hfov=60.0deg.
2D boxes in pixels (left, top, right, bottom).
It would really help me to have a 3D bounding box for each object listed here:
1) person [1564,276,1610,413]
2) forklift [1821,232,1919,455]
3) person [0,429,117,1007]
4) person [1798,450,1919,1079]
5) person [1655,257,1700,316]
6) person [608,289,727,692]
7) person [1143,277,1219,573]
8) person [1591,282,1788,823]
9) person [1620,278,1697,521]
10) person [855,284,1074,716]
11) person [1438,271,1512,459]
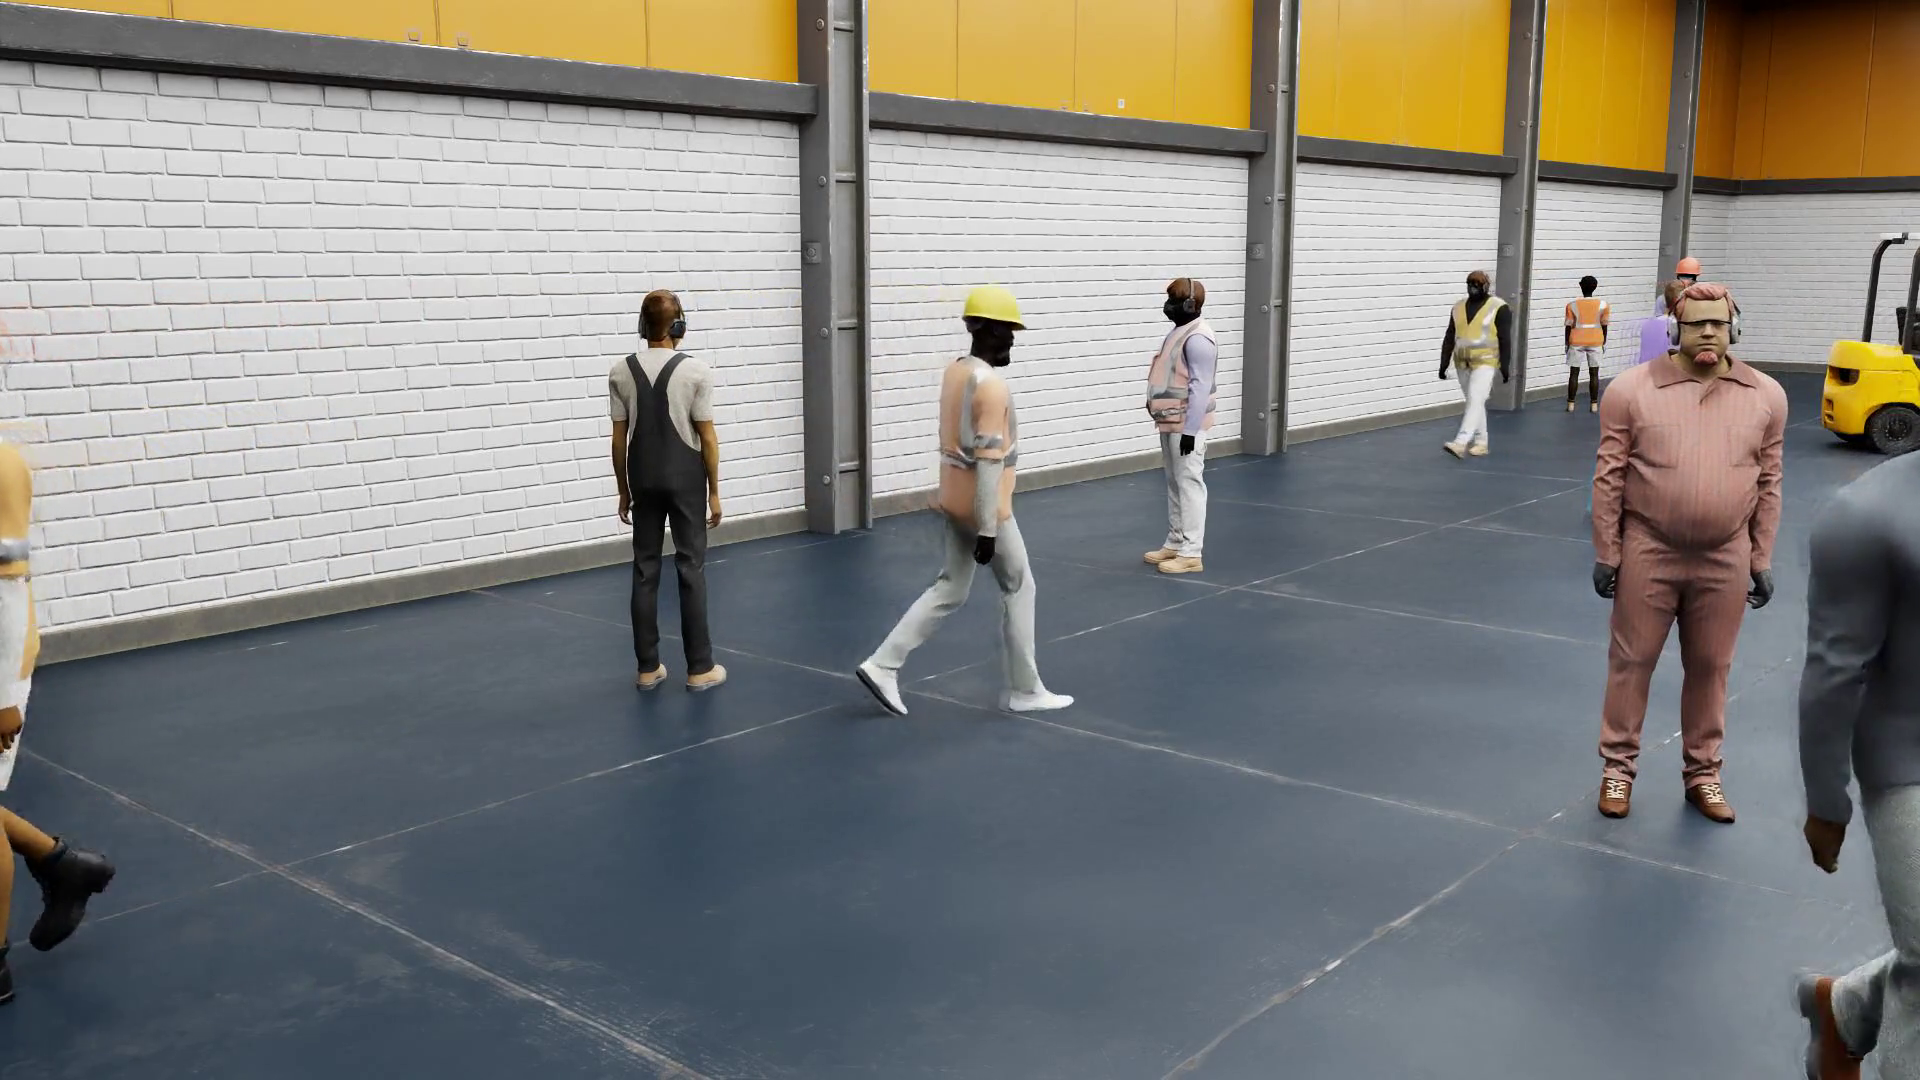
[{"bbox_3d":[7.726,-2.413,20.542,0.531,1.694,0.320,3,10,16],"label":"person"},{"bbox_3d":[9.955,-1.972,16.595,2.313,2.155,1.214,1,10,8],"label":"forklift"},{"bbox_3d":[-2.591,0.307,4.378,0.574,1.925,0.558,7,12,35],"label":"person"},{"bbox_3d":[2.017,0.483,3.436,0.636,1.917,0.804,-1,10,-6],"label":"person"},{"bbox_3d":[7.150,-1.826,16.494,0.551,1.935,0.375,4,11,22],"label":"person"},{"bbox_3d":[-1.336,-0.216,7.611,0.504,1.840,0.345,2,10,10],"label":"person"},{"bbox_3d":[1.386,-0.720,10.467,0.429,1.847,0.627,-1,10,-7],"label":"person"},{"bbox_3d":[2.570,0.051,5.896,0.643,1.909,0.410,2,10,9],"label":"person"},{"bbox_3d":[5.148,-1.006,12.191,0.906,1.814,0.568,-4,11,-20],"label":"person"},{"bbox_3d":[0.008,-0.158,7.182,0.905,1.889,0.578,-4,11,-22],"label":"person"},{"bbox_3d":[4.903,-1.682,16.057,0.918,1.799,0.659,-8,13,-37],"label":"person"}]
